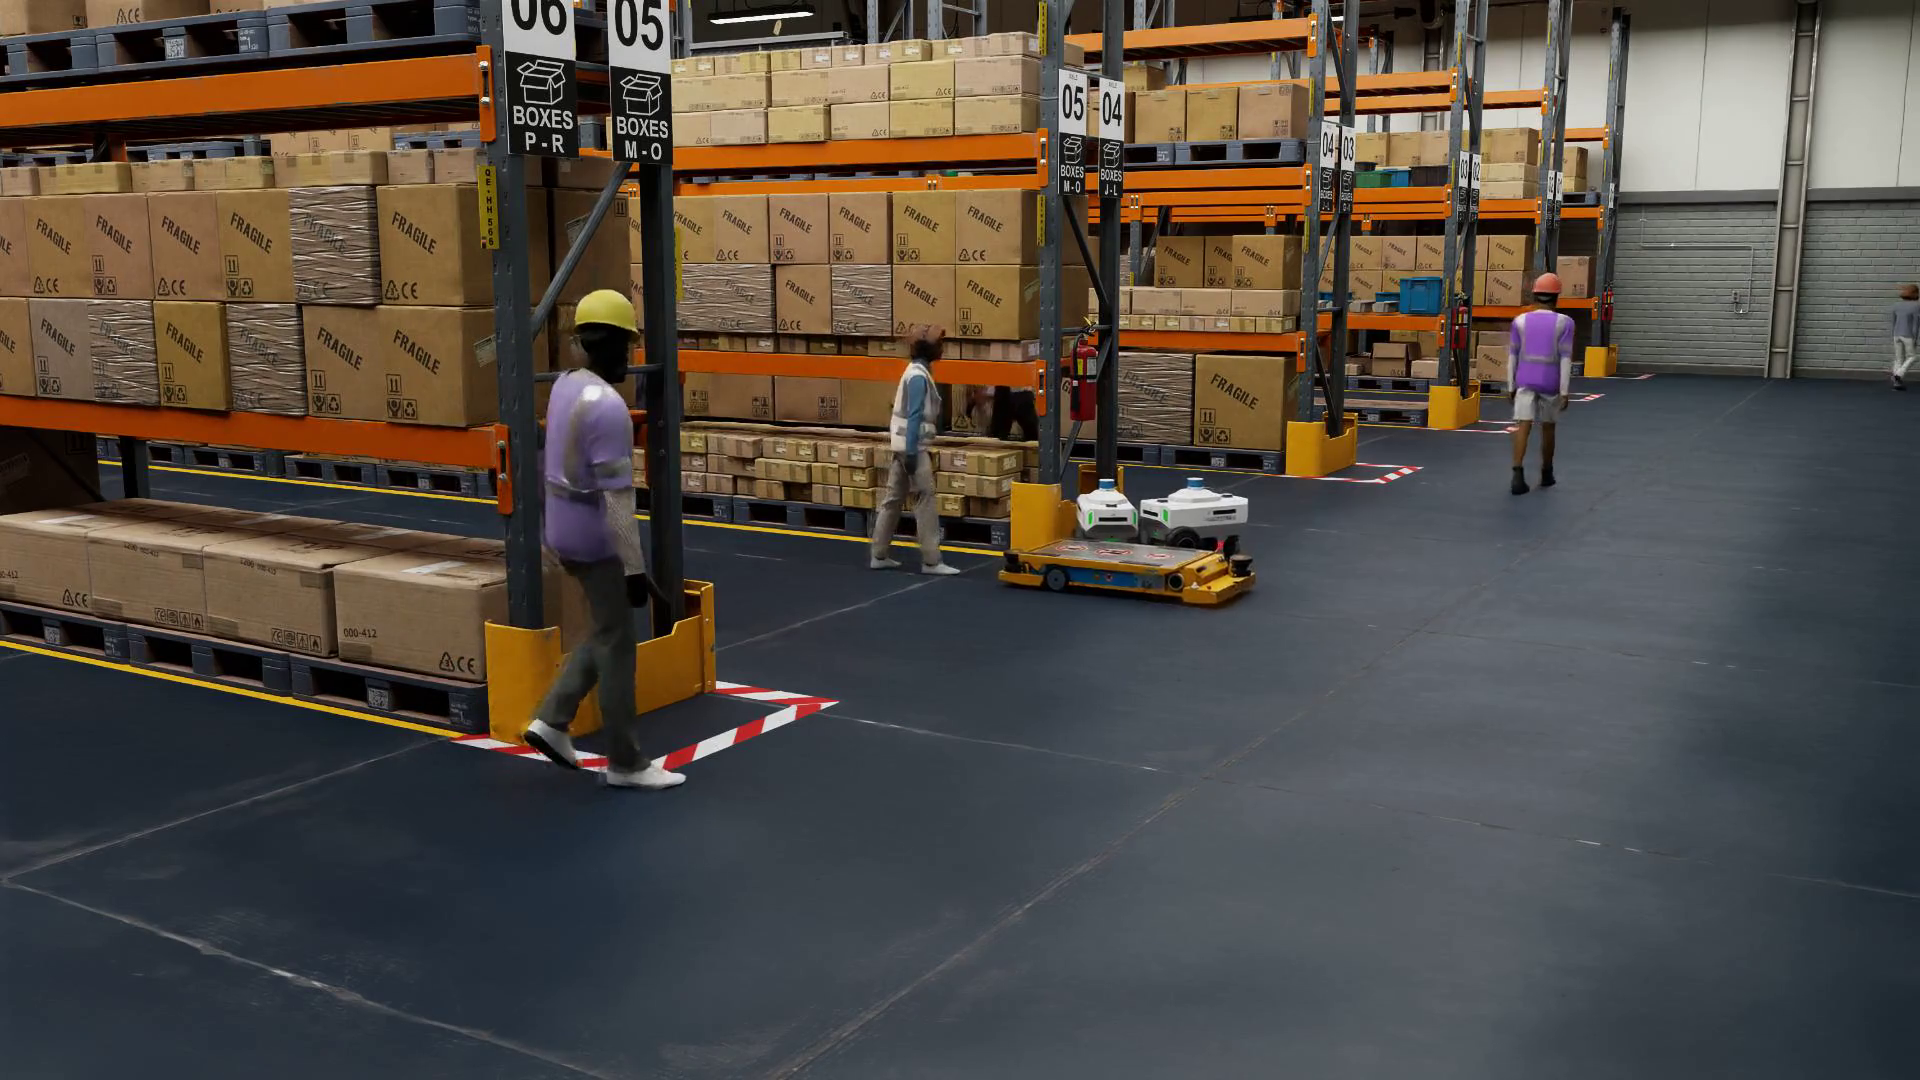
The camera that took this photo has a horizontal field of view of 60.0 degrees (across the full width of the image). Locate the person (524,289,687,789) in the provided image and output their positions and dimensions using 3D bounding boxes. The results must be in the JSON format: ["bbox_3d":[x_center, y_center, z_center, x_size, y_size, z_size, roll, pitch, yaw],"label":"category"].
[{"bbox_3d":[-1.389,0.010,6.312,0.476,1.903,0.658,-5,11,-27],"label":"person"}]

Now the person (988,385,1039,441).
[{"bbox_3d":[0.388,-1.179,13.359,0.931,1.884,0.591,7,12,35],"label":"person"}]

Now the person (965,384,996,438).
[{"bbox_3d":[0.238,-1.198,14.280,0.524,1.609,0.785,-8,13,-40],"label":"person"}]

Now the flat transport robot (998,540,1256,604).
[{"bbox_3d":[1.015,0.173,10.145,1.431,0.197,0.652,5,11,29],"label":"flat transport robot"}]

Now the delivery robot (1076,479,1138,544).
[{"bbox_3d":[0.969,-0.161,10.998,0.477,0.478,0.707,0,10,-2],"label":"delivery robot"}]

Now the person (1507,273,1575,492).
[{"bbox_3d":[5.004,-1.359,14.385,0.556,1.895,0.972,6,11,31],"label":"person"}]

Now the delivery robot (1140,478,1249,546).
[{"bbox_3d":[1.563,-0.172,11.062,0.707,0.478,0.477,-5,11,-26],"label":"delivery robot"}]

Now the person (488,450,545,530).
[{"bbox_3d":[-2.498,-0.523,9.558,0.960,1.855,0.673,3,10,17],"label":"person"}]

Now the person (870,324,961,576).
[{"bbox_3d":[-0.303,-0.569,10.617,0.593,1.603,0.533,-1,10,-4],"label":"person"}]

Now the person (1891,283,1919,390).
[{"bbox_3d":[14.234,-3.047,25.056,0.382,1.623,0.503,-3,10,-19],"label":"person"}]
